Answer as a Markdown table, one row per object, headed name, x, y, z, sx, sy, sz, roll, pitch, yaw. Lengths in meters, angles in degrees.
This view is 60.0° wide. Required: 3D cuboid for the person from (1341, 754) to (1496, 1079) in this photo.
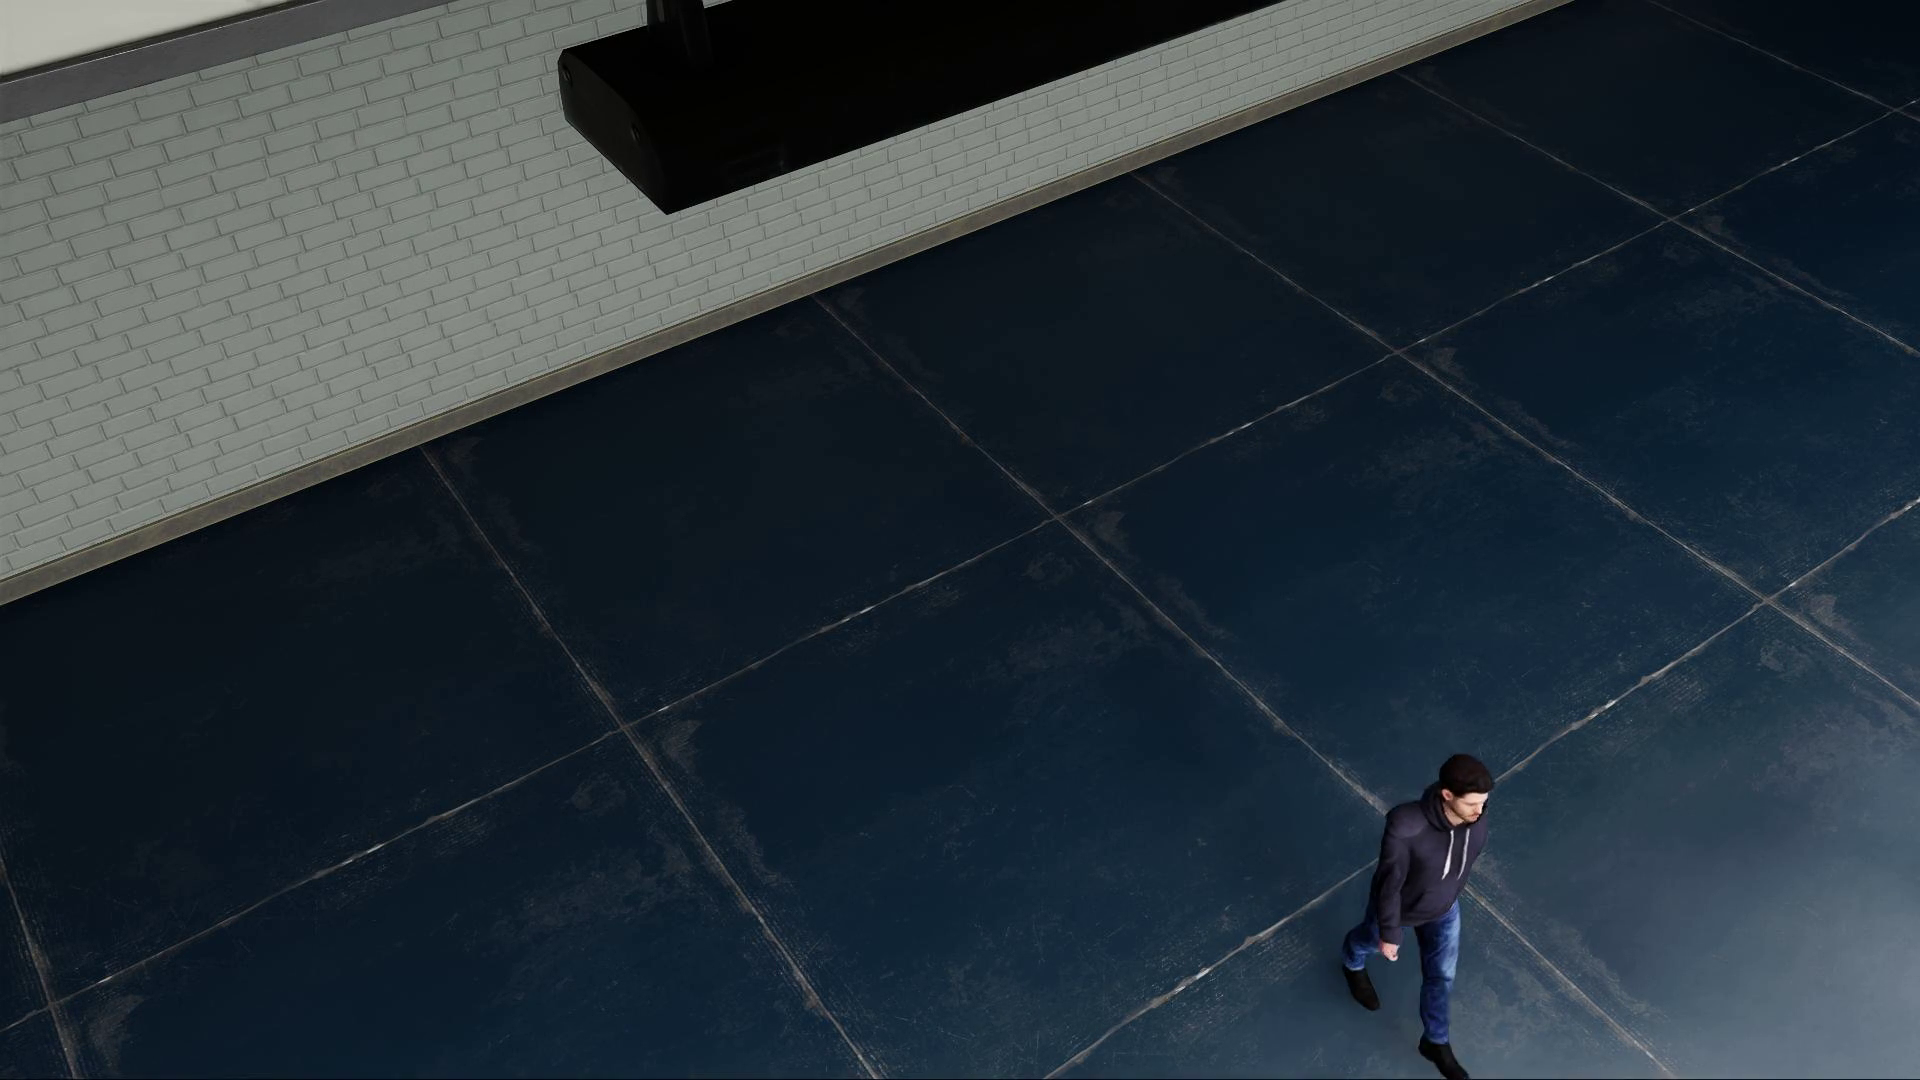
| name | x | y | z | sx | sy | sz | roll | pitch | yaw |
| --- | --- | --- | --- | --- | --- | --- | --- | --- | --- |
| person | 1.928 | 1.491 | 7.283 | 0.861 | 1.857 | 1.116 | -13 | 45 | -13 |
